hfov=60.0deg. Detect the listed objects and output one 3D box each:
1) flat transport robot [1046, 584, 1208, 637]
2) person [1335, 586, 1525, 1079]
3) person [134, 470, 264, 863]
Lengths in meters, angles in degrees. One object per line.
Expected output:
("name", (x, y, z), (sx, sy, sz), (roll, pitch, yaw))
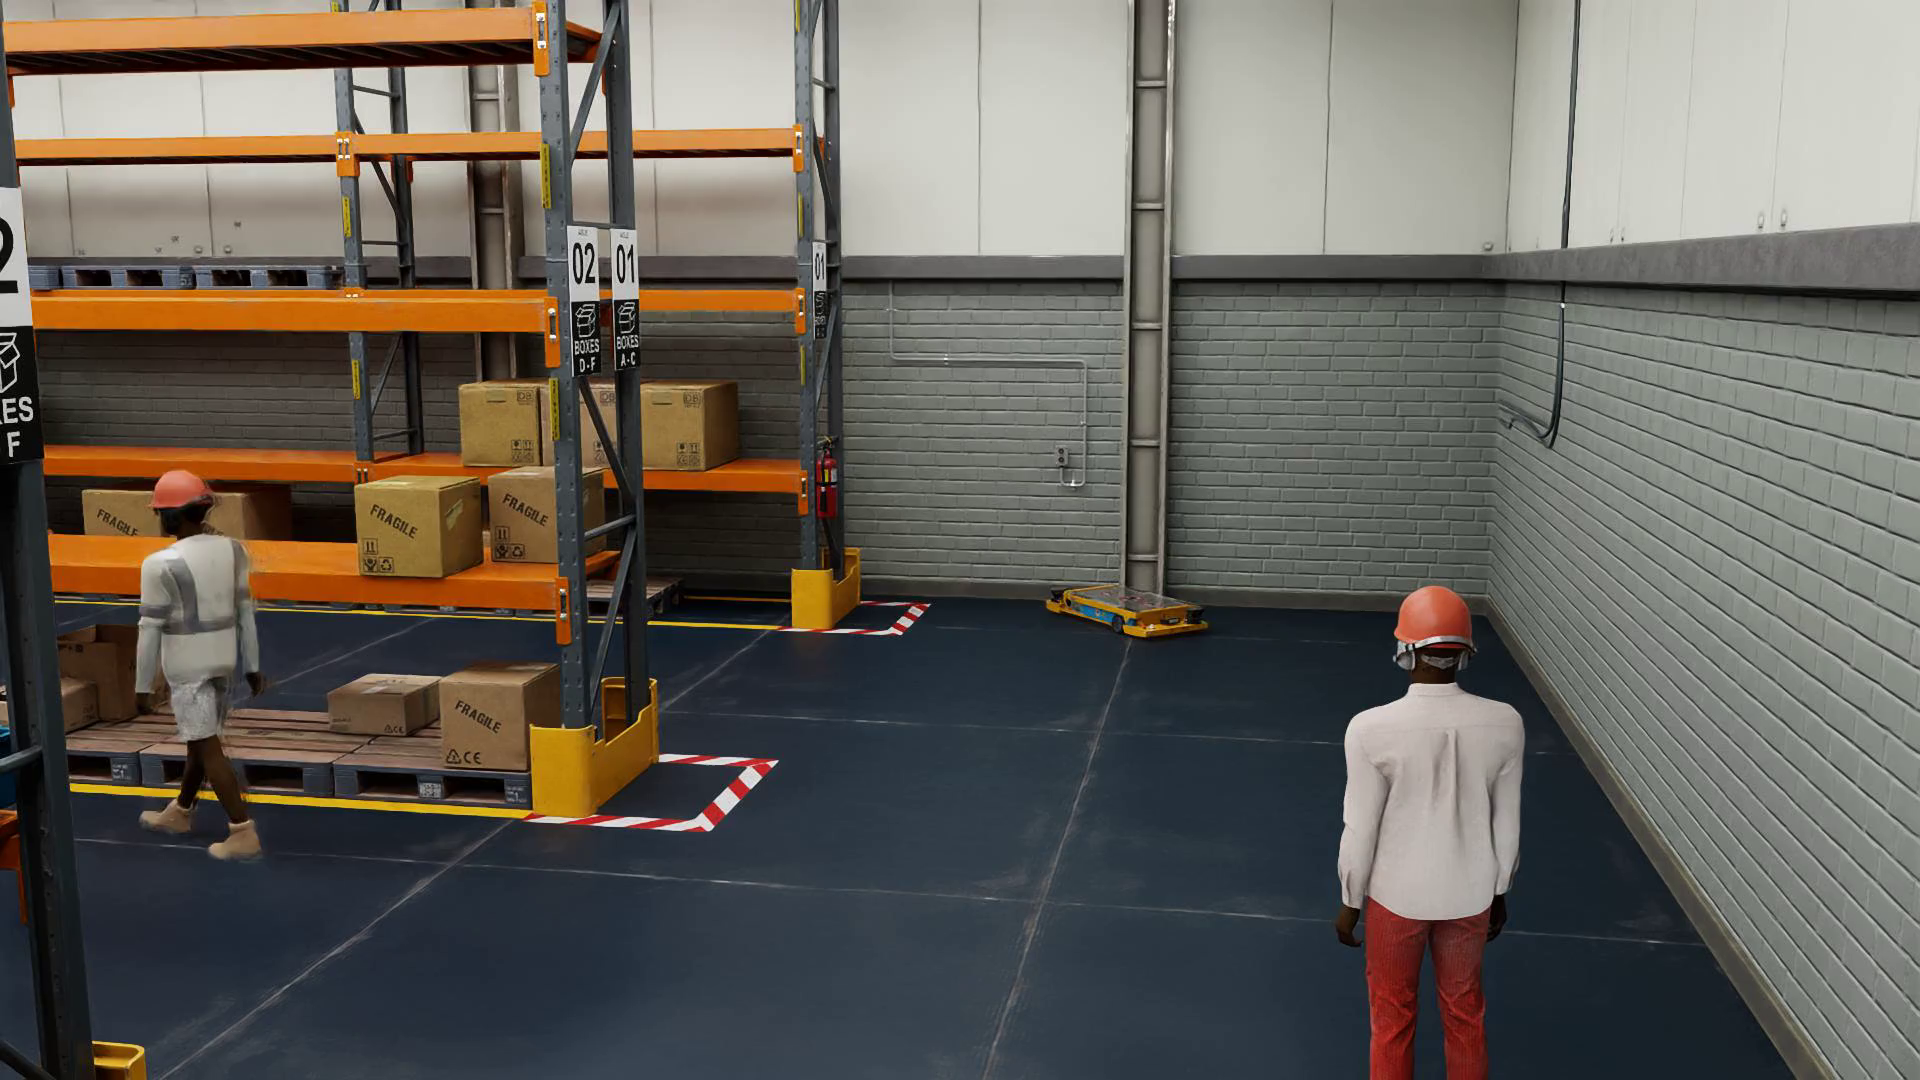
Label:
("flat transport robot", (1.402, 0.581, 14.154), (0.652, 0.197, 1.431), (-6, 11, -31))
("person", (1.508, 1.134, 5.389), (0.611, 1.995, 0.375), (-2, 9, -10))
("person", (-3.944, 0.635, 8.509), (0.960, 1.995, 0.628), (4, 10, 21))
